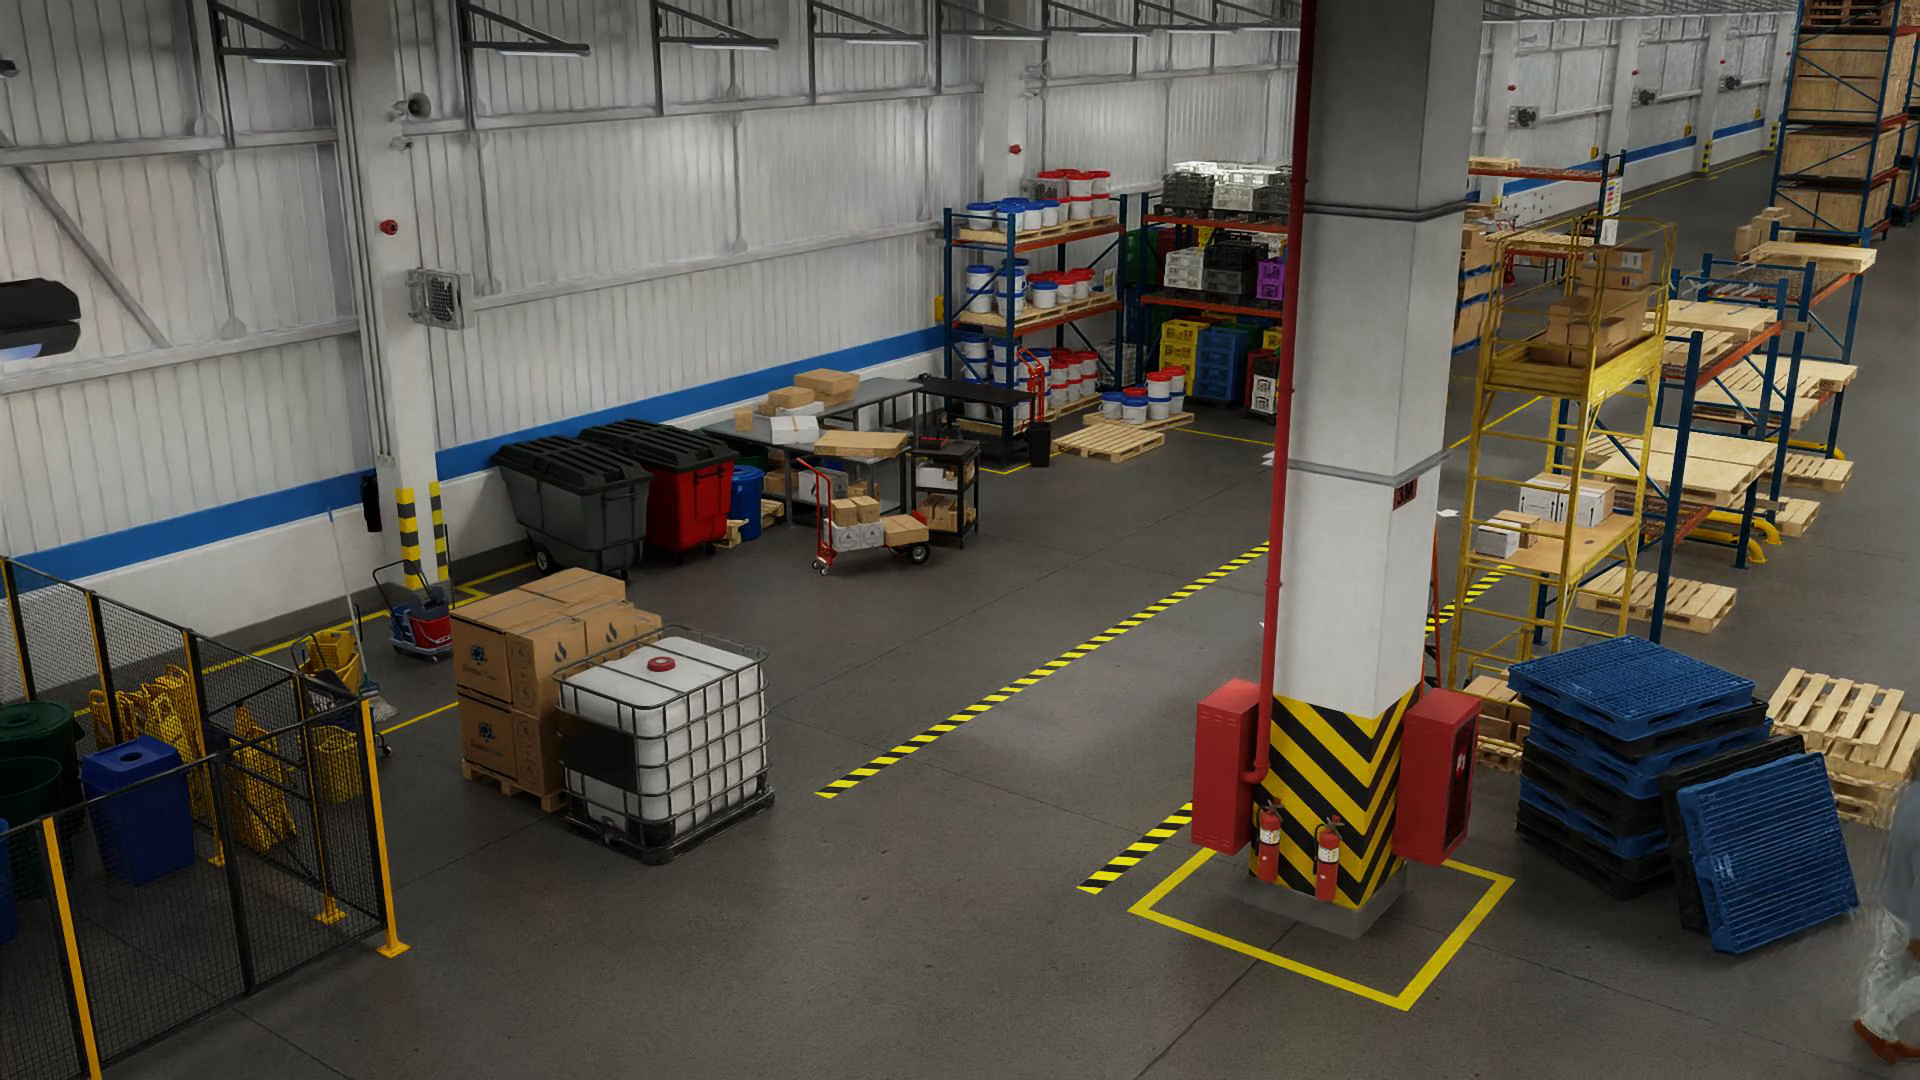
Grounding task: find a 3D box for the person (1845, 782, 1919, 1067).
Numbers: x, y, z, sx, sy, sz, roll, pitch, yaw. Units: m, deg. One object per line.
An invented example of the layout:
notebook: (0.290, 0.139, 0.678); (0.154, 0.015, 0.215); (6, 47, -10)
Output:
person: (5.212, 1.997, 9.014); (0.437, 1.925, 0.657); (6, 19, 17)
